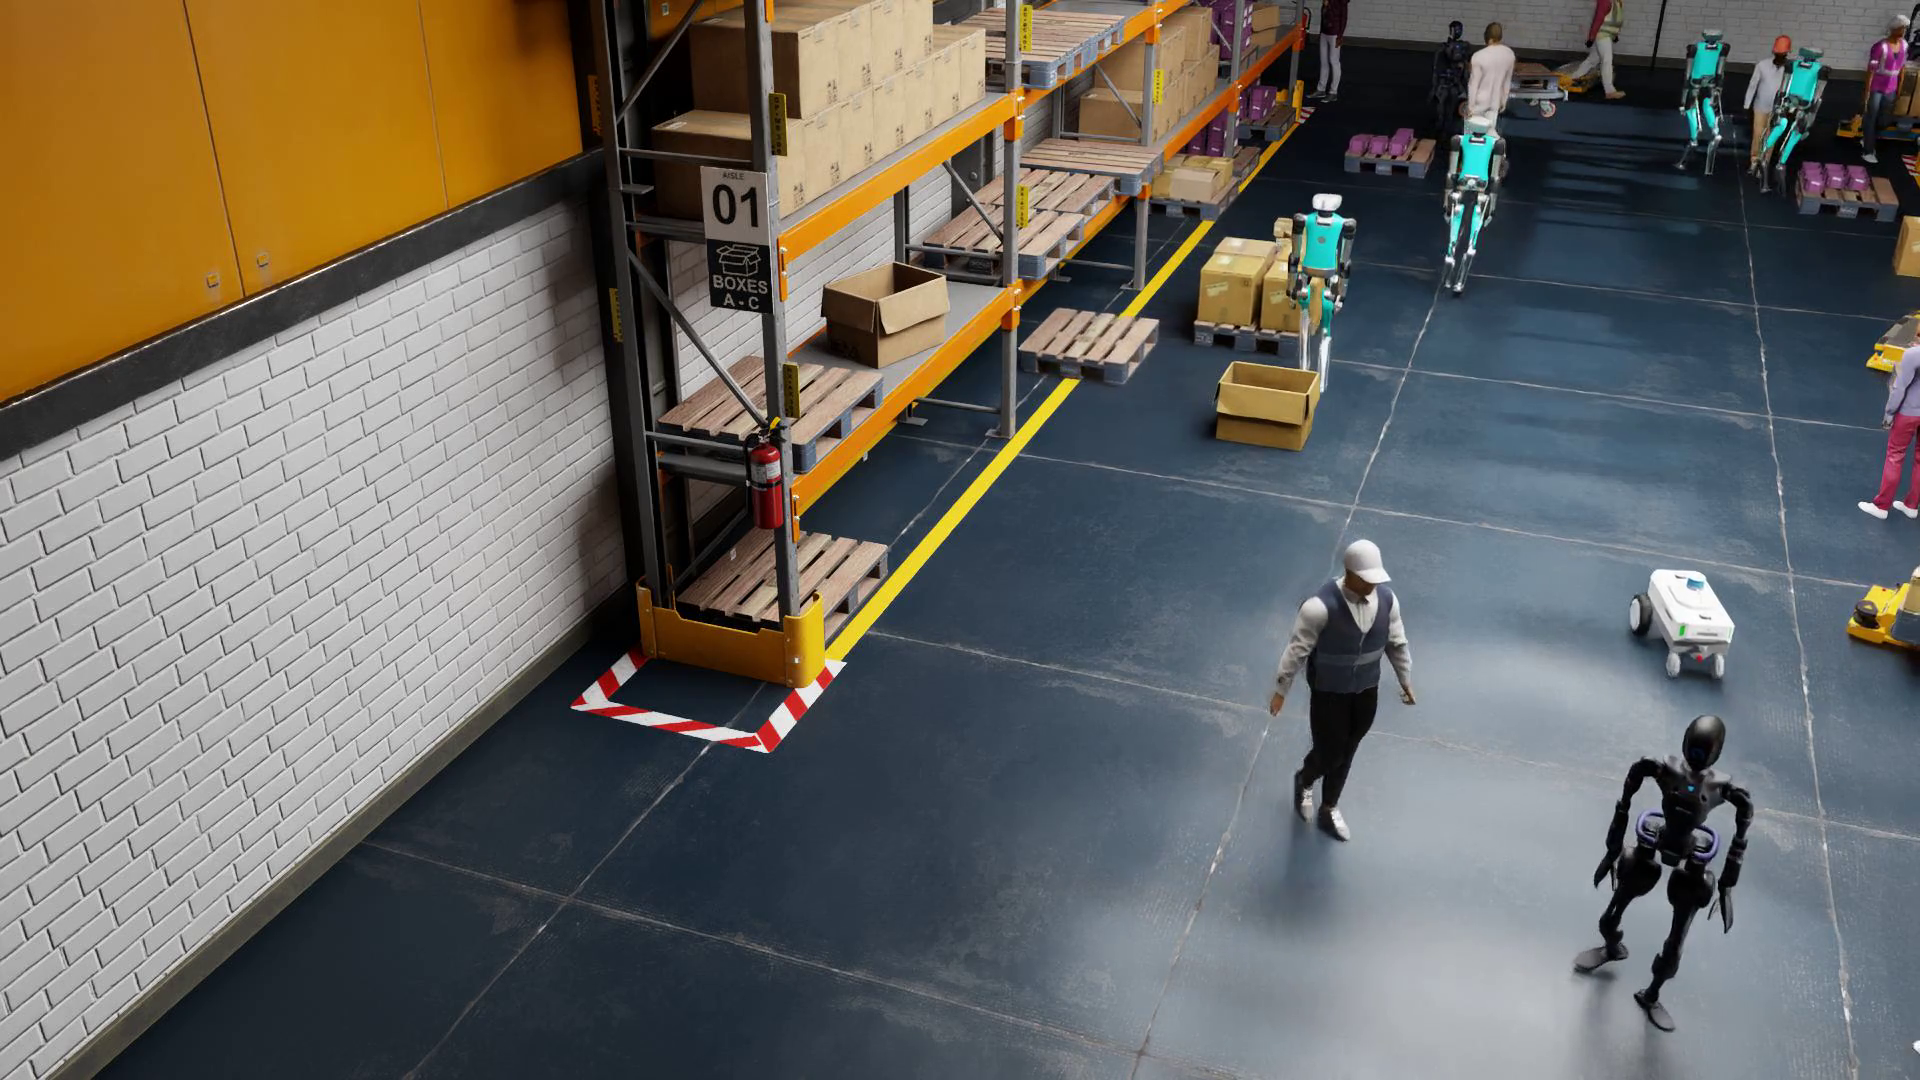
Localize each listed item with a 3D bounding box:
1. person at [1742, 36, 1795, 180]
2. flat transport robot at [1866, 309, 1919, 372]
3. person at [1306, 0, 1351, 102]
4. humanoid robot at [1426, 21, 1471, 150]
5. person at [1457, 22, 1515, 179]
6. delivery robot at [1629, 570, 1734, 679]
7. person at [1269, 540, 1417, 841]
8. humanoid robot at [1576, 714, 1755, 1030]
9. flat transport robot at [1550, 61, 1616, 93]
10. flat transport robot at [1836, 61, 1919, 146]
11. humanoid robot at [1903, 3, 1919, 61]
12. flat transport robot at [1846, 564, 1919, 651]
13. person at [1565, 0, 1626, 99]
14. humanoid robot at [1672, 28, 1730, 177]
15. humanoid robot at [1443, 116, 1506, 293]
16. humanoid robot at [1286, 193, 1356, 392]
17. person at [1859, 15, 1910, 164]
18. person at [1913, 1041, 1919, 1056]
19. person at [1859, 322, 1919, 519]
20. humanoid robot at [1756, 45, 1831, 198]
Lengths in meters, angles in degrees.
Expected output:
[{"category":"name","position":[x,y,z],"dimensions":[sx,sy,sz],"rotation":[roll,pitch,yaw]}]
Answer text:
[{"category":"person","position":[9.934,-5.307,20.459],"dimensions":[0.570,1.717,0.814],"rotation":[19,33,32]},{"category":"flat transport robot","position":[8.840,-1.768,15.181],"dimensions":[0.659,0.231,1.431],"rotation":[22,34,35]},{"category":"person","position":[5.431,-7.409,24.297],"dimensions":[0.433,1.944,0.489],"rotation":[-13,30,-23]},{"category":"humanoid robot","position":[6.397,-5.952,21.759],"dimensions":[0.616,1.651,0.308],"rotation":[-9,29,-18]},{"category":"person","position":[6.452,-5.337,20.314],"dimensions":[0.637,1.911,0.818],"rotation":[-10,29,-19]},{"category":"delivery robot","position":[4.591,0.486,10.516],"dimensions":[0.499,0.614,0.796],"rotation":[2,27,5]},{"category":"person","position":[1.975,0.774,8.629],"dimensions":[0.789,1.745,0.465],"rotation":[-9,29,-16]},{"category":"humanoid robot","position":[3.184,1.428,7.452],"dimensions":[0.613,1.648,0.466],"rotation":[15,31,26]},{"category":"flat transport robot","position":[9.509,-7.113,25.548],"dimensions":[0.659,0.231,1.431],"rotation":[20,34,34]},{"category":"flat transport robot","position":[12.680,-5.543,22.503],"dimensions":[1.431,0.231,0.659],"rotation":[13,30,24]},{"category":"humanoid robot","position":[14.015,-7.207,24.198],"dimensions":[0.328,1.658,0.590],"rotation":[-21,34,-35]},{"category":"flat transport robot","position":[6.490,0.621,10.545],"dimensions":[1.431,0.231,0.659],"rotation":[21,34,34]},{"category":"person","position":[9.482,-7.459,24.570],"dimensions":[0.890,1.805,0.654],"rotation":[17,32,30]},{"category":"humanoid robot","position":[9.258,-5.376,20.592],"dimensions":[0.550,1.781,0.873],"rotation":[-2,27,-4]},{"category":"humanoid robot","position":[5.005,-3.230,16.435],"dimensions":[0.538,1.784,0.878],"rotation":[11,29,20]},{"category":"humanoid robot","position":[3.102,-2.176,14.392],"dimensions":[0.540,1.796,0.795],"rotation":[7,28,14]},{"category":"person","position":[11.800,-5.761,21.229],"dimensions":[0.551,1.826,0.512],"rotation":[-2,27,-5]},{"category":"person","position":[4.489,1.471,7.128],"dimensions":[0.621,1.885,0.481],"rotation":[-11,29,-21]},{"category":"person","position":[6.927,-0.914,12.041],"dimensions":[0.498,1.629,0.288],"rotation":[-3,27,-6]},{"category":"humanoid robot","position":[9.710,-4.864,19.608],"dimensions":[0.744,1.812,0.556],"rotation":[-20,33,-34]}]
